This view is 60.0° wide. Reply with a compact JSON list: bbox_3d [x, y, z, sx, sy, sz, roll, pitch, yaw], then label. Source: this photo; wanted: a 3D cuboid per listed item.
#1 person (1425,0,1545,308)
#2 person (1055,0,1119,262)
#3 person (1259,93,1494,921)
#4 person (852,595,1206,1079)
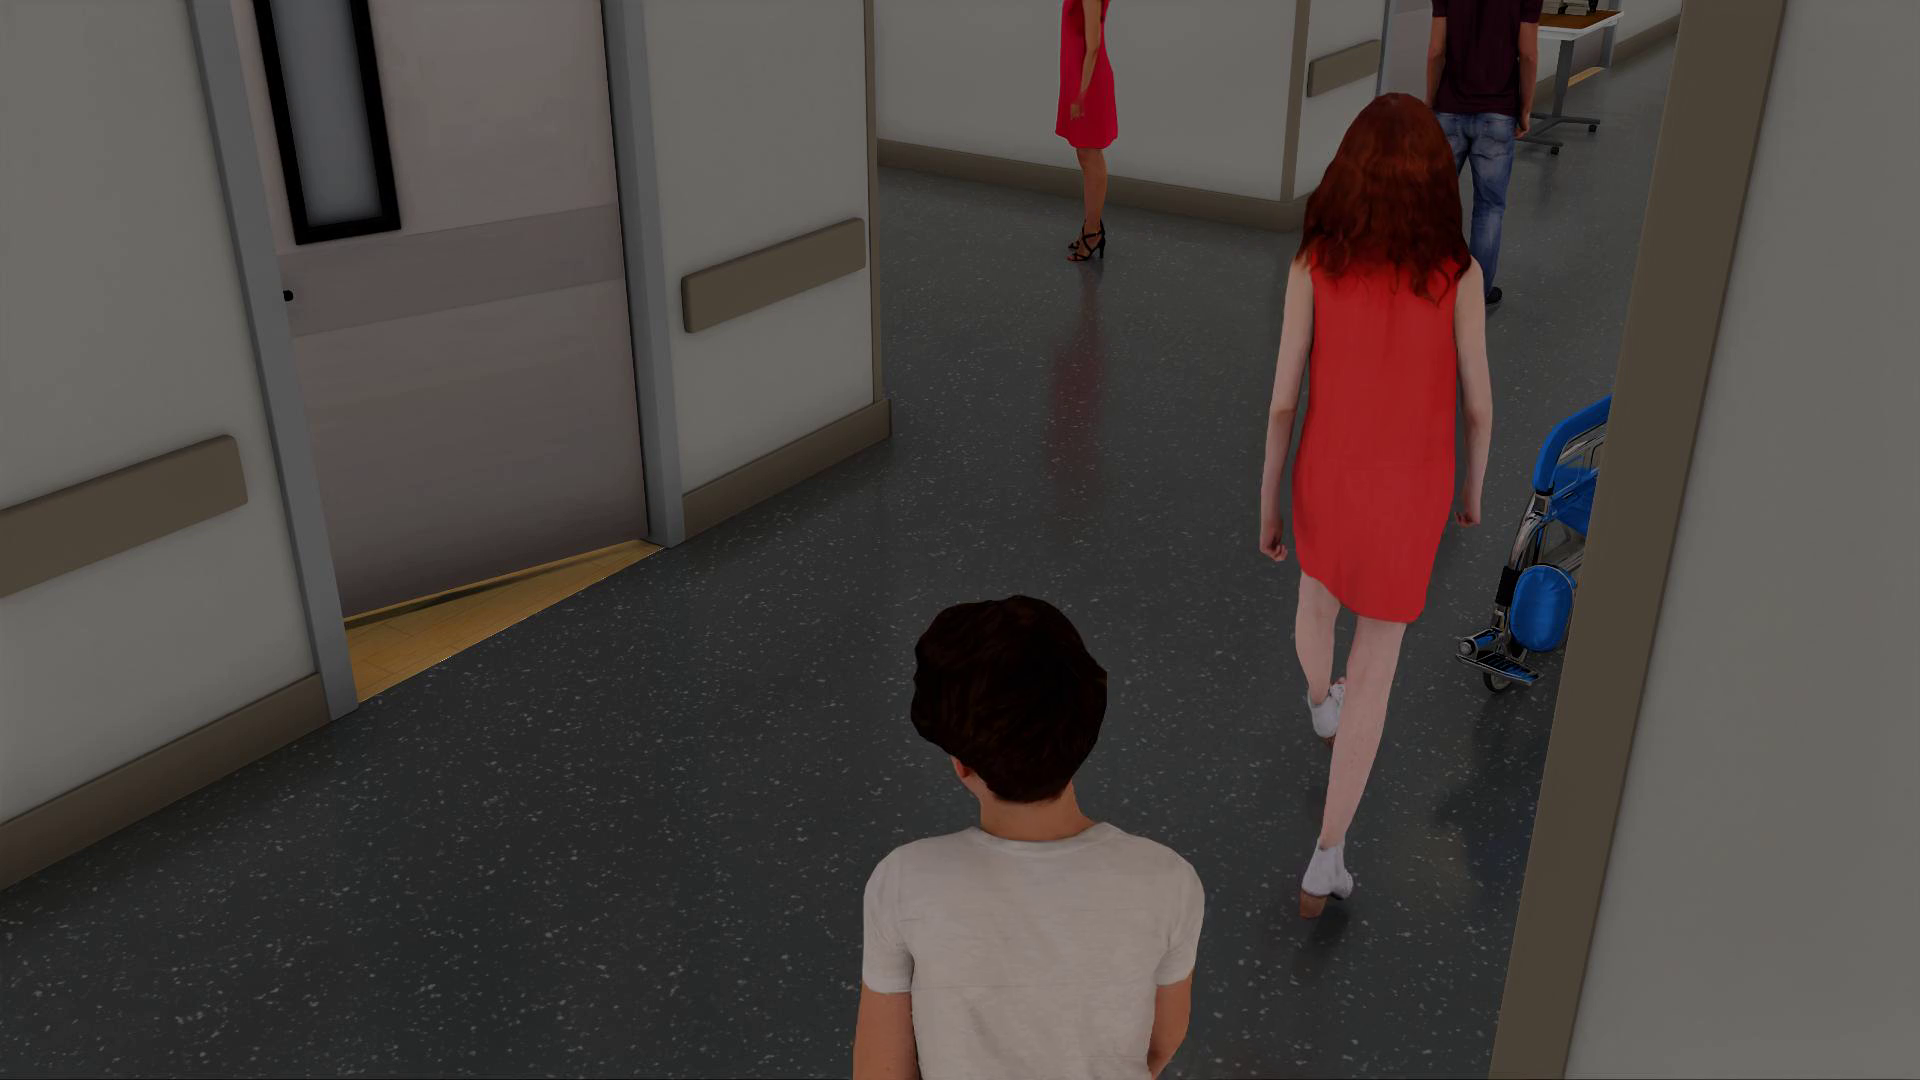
[{"bbox_3d":[2.384,-1.999,7.695,0.700,1.855,0.624,11,28,21],"label":"person"},{"bbox_3d":[0.667,-2.307,8.479,0.718,1.729,0.620,3,26,6],"label":"person"},{"bbox_3d":[0.879,0.001,3.642,0.777,1.772,1.199,11,28,21],"label":"person"},{"bbox_3d":[0.080,0.899,1.978,0.905,1.601,1.189,4,26,8],"label":"person"}]
